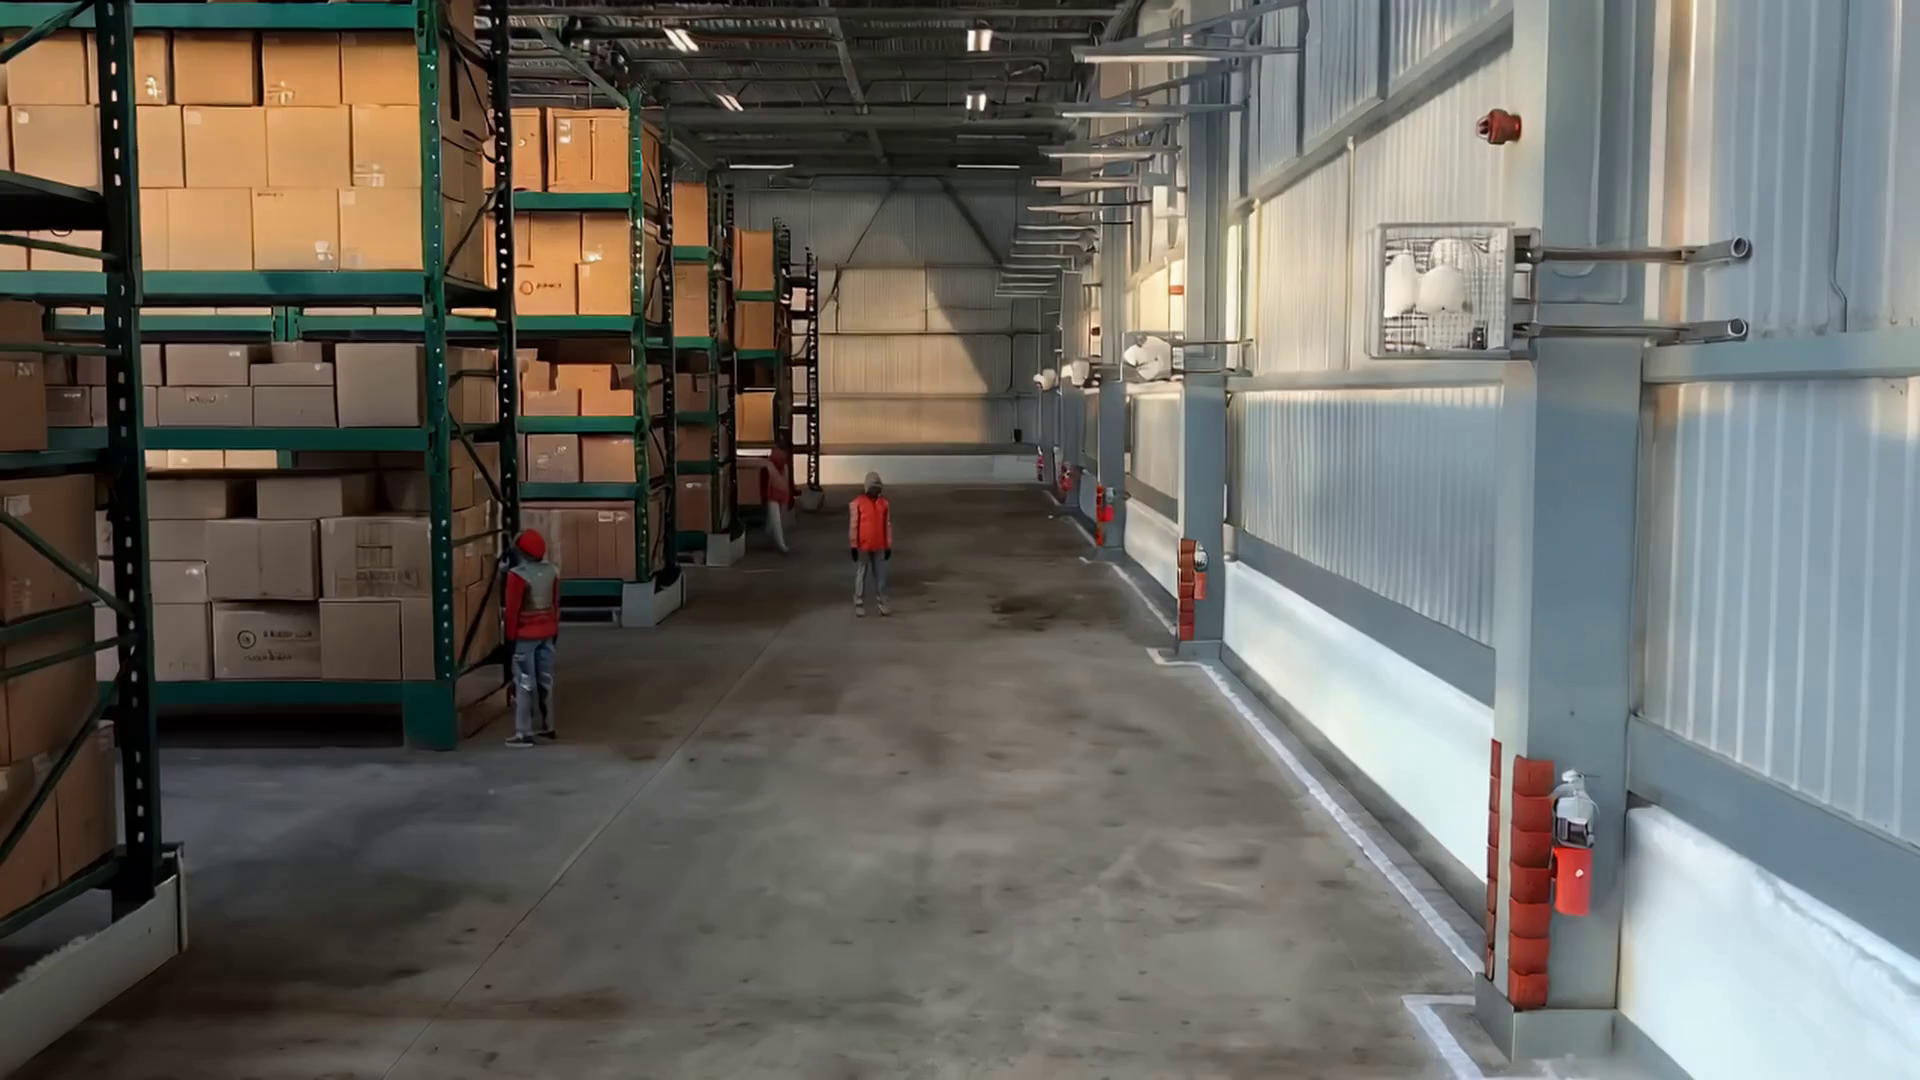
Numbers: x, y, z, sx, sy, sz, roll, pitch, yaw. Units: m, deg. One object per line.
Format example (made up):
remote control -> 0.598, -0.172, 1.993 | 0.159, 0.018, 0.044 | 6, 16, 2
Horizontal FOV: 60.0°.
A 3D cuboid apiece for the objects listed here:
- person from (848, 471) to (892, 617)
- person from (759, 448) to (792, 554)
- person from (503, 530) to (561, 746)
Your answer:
person -> -1.056, 0.052, 19.843 | 0.566, 1.744, 0.349 | -3, 6, -32
person -> -3.130, -0.671, 28.136 | 0.971, 1.787, 0.631 | 5, 7, 44
person -> -3.220, 0.734, 12.579 | 0.313, 1.630, 0.524 | 3, 6, 32
